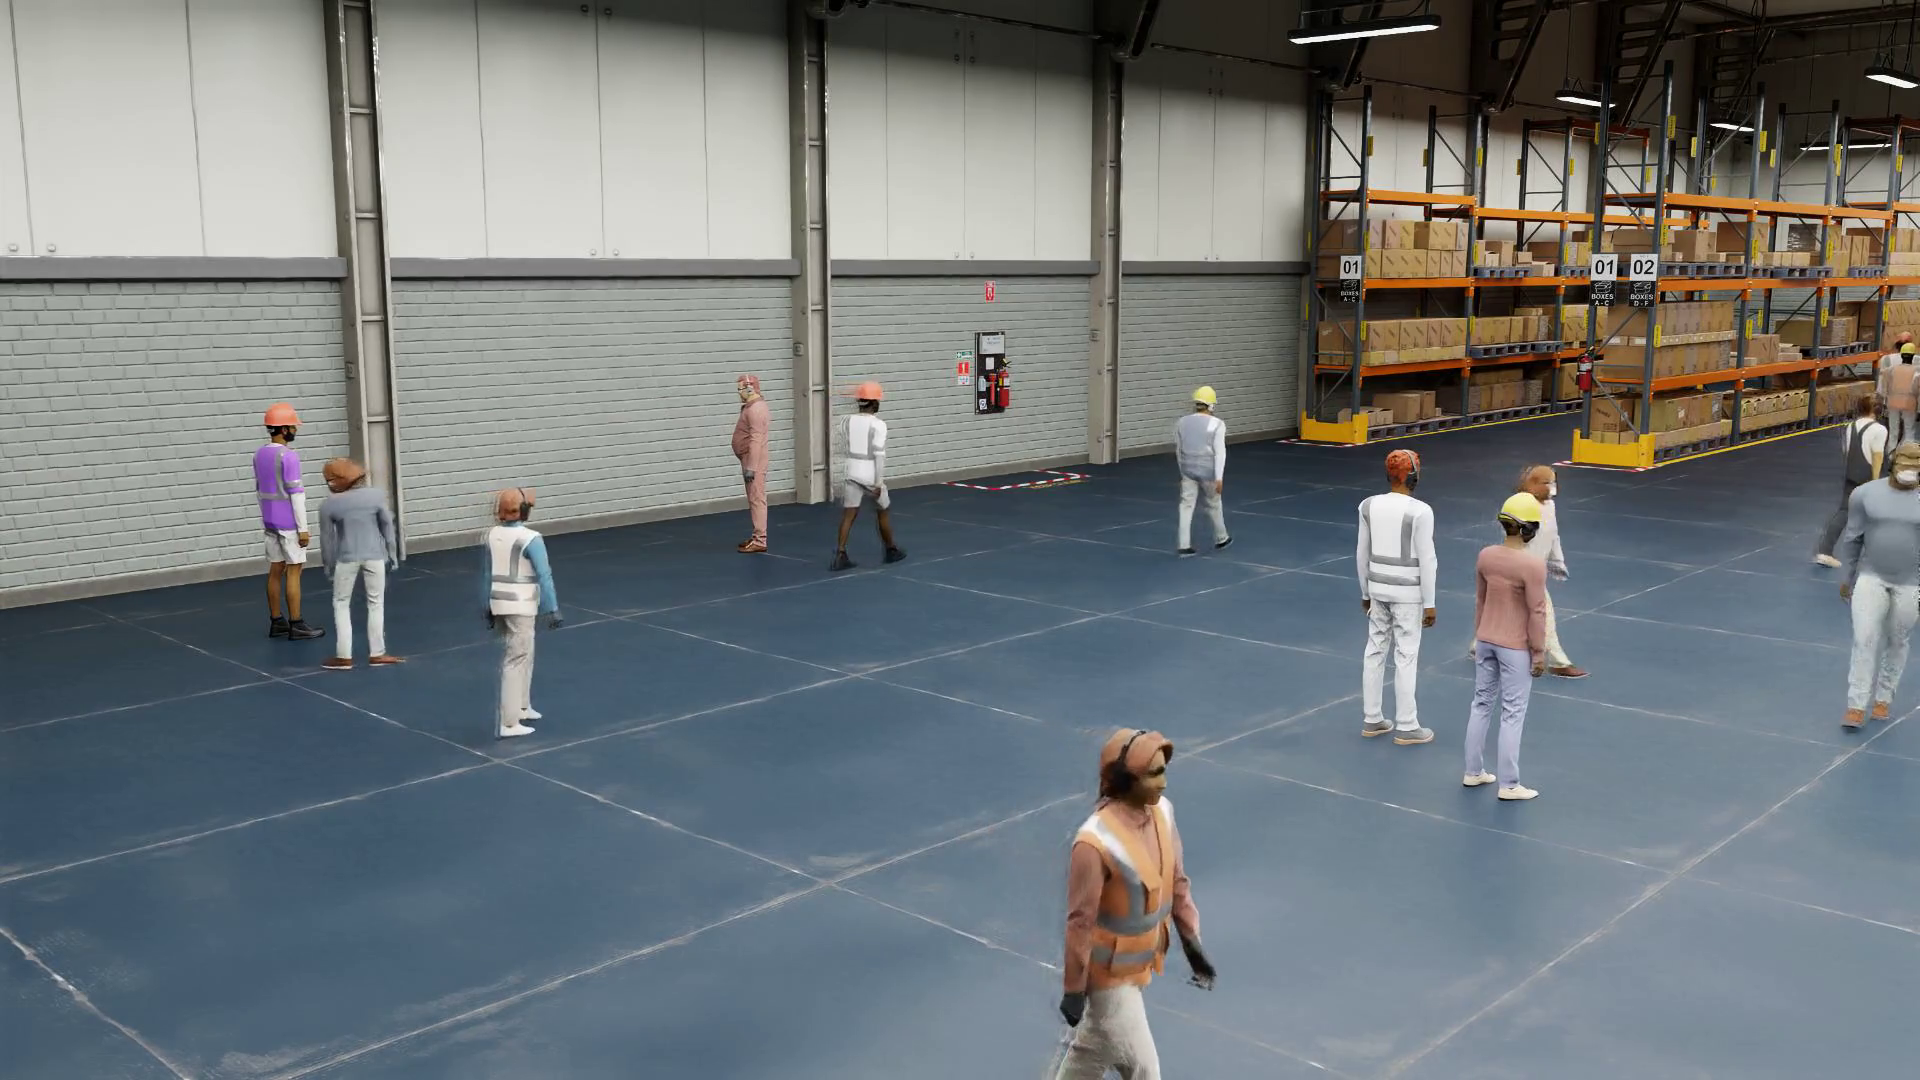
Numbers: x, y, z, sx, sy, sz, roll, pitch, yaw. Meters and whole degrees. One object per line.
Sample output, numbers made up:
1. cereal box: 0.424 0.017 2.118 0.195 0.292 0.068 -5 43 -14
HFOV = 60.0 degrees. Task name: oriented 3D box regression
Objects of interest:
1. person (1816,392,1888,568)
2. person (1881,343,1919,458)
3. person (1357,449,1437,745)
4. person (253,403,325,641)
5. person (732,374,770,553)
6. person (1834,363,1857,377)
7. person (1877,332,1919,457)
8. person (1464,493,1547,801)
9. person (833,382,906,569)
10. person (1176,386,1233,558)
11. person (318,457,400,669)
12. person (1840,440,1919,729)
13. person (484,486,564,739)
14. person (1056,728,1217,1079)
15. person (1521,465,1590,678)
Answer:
1. person: 9.084 -0.596 16.745 0.988 1.798 0.531 -3 10 -16
2. person: 14.149 -2.002 24.974 0.588 1.908 0.567 6 11 34
3. person: 2.797 0.361 10.634 0.355 1.883 0.573 -7 12 -37
4. person: -5.489 -0.147 13.562 0.545 1.938 0.361 6 11 34
5. person: -2.226 -0.817 17.761 0.409 1.904 0.639 -1 9 -4
6. person: 20.164 -4.129 37.875 0.443 1.919 0.552 -8 12 -40
7. person: 14.874 -2.277 26.308 0.626 2.008 0.842 6 11 32
8. person: 3.162 0.603 9.551 0.349 1.759 0.522 -4 10 -25
9. person: -0.936 -0.655 16.825 0.546 1.890 0.996 6 11 33
10. person: 2.574 -0.725 17.540 0.621 1.779 0.915 7 12 37
11. person: -4.565 0.179 12.582 0.596 1.615 0.329 -3 10 -20
12. person: 6.100 0.306 10.880 0.652 1.904 0.873 6 11 33
13. person: -2.823 0.464 10.820 0.535 1.619 0.606 8 12 40
14. person: 0.580 1.381 5.293 0.860 1.593 0.515 6 11 31
15. person: 4.287 0.216 12.458 0.902 1.580 0.500 7 12 36
